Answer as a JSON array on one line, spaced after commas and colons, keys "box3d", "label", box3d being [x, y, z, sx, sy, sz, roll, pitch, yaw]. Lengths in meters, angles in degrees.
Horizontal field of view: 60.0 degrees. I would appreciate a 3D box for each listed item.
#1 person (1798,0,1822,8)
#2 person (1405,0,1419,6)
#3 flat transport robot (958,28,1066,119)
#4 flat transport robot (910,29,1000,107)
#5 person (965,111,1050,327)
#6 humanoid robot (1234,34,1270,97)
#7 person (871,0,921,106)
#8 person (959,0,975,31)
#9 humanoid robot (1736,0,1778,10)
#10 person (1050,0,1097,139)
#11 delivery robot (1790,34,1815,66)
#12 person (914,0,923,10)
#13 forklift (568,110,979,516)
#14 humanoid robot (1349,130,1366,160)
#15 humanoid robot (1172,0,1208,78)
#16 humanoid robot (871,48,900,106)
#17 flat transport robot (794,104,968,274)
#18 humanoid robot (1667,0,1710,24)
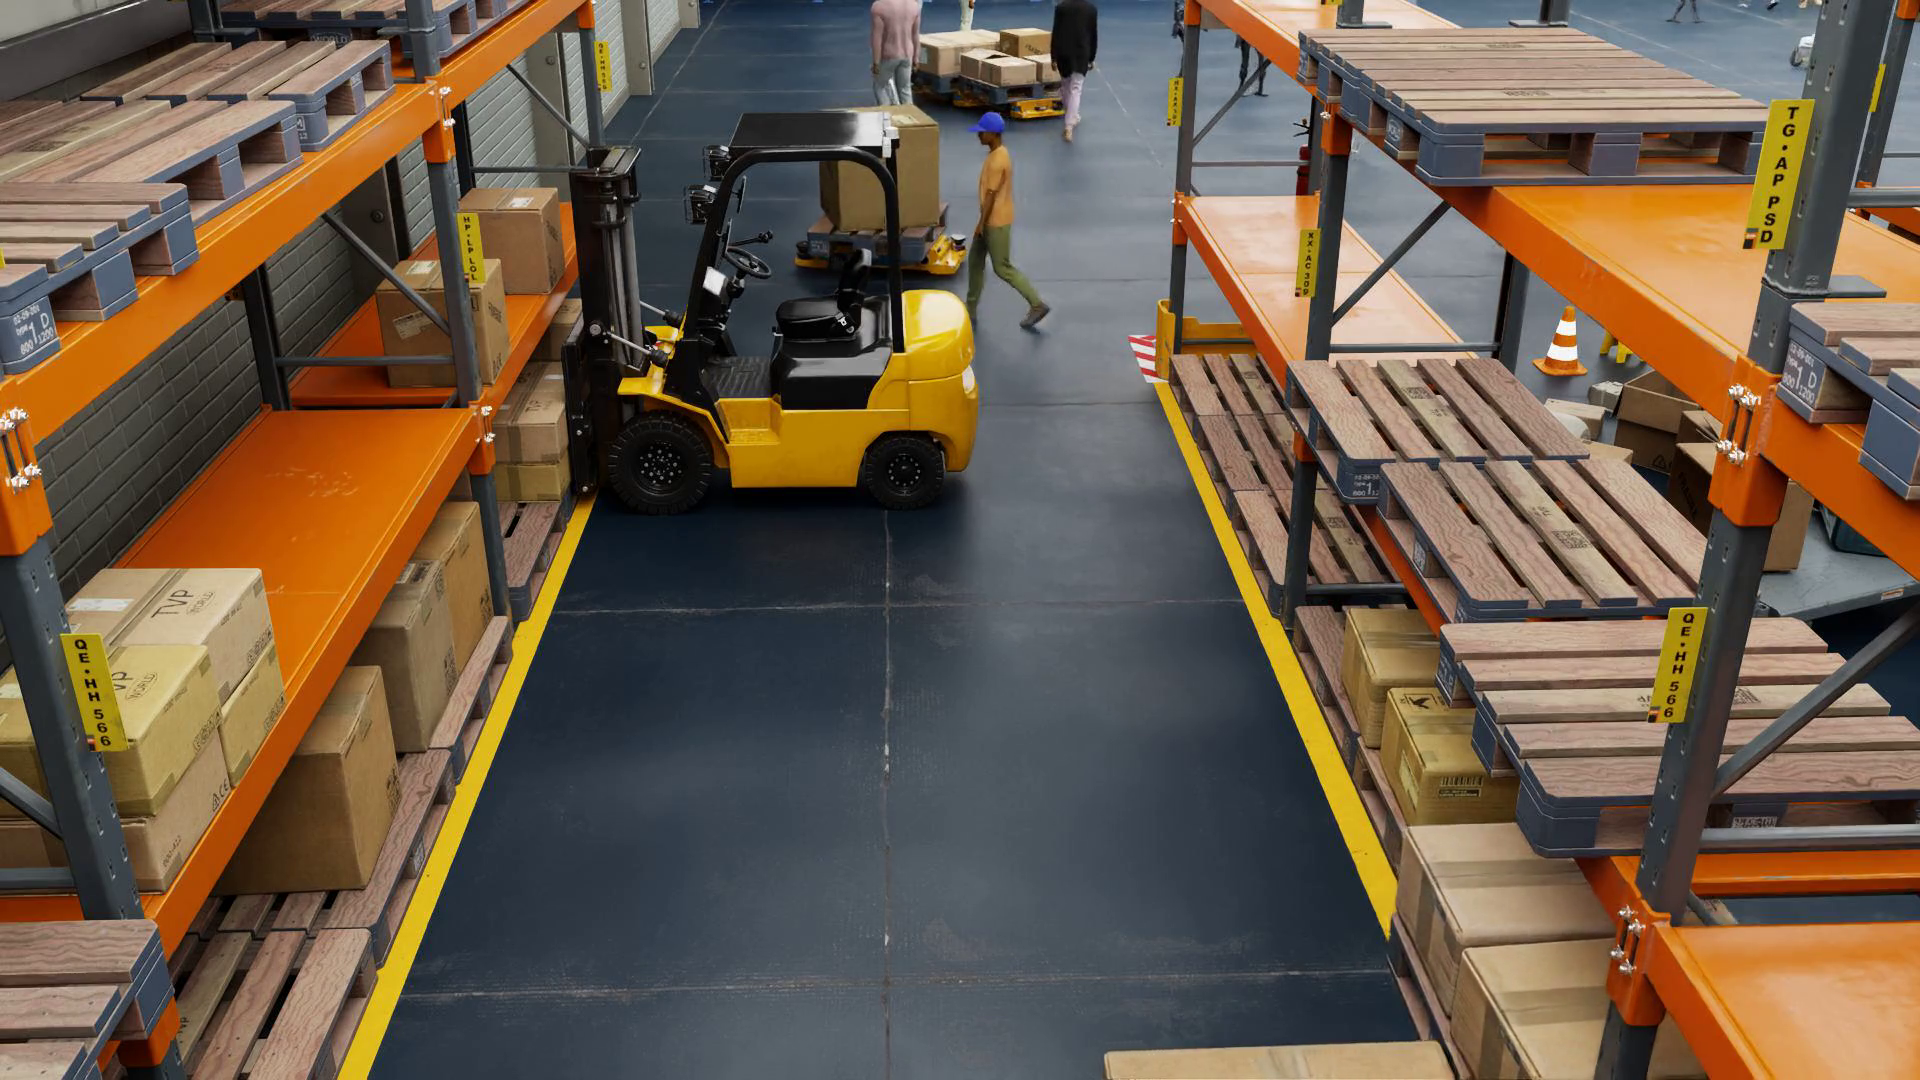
[{"box3d": [15.208, -10.407, 29.488, 0.560, 1.864, 0.643, 13, 28, 26], "label": "person"}, {"box3d": [6.772, -8.343, 25.131, 0.397, 1.840, 0.563, -22, 33, -39], "label": "person"}, {"box3d": [0.719, -5.568, 21.095, 0.659, 0.231, 1.431, -13, 28, -25], "label": "flat transport robot"}, {"box3d": [-0.014, -5.882, 21.760, 0.659, 0.231, 1.431, -15, 29, -28], "label": "flat transport robot"}, {"box3d": [0.302, -2.458, 12.846, 0.779, 1.686, 0.443, -1, 25, -3], "label": "person"}, {"box3d": [3.859, -6.625, 21.678, 0.599, 1.646, 0.454, -13, 28, -26], "label": "humanoid robot"}, {"box3d": [-0.730, -5.521, 19.090, 0.648, 1.905, 0.520, -14, 29, -28], "label": "person"}, {"box3d": [0.138, -8.069, 24.665, 0.346, 1.743, 0.561, -4, 26, -7], "label": "person"}, {"box3d": [14.206, -10.202, 29.219, 0.537, 1.769, 0.970, -8, 26, -16], "label": "humanoid robot"}, {"box3d": [1.330, -5.665, 19.517, 0.526, 1.799, 0.988, 6, 26, 12], "label": "person"}, {"box3d": [12.426, -7.100, 23.972, 0.747, 0.568, 0.499, -14, 29, -28], "label": "delivery robot"}, {"box3d": [-0.715, -8.177, 24.712, 0.368, 1.898, 0.555, 13, 28, 25], "label": "person"}, {"box3d": [-1.043, -1.379, 9.976, 2.313, 2.155, 1.214, -1, 25, -2], "label": "forklift"}, {"box3d": [4.467, -5.099, 18.379, 0.692, 1.791, 0.535, -7, 26, -14], "label": "humanoid robot"}, {"box3d": [3.138, -7.068, 22.630, 0.612, 1.647, 0.481, -19, 31, -34], "label": "humanoid robot"}, {"box3d": [-0.918, -6.314, 20.918, 0.530, 1.743, 0.750, -16, 30, -31], "label": "humanoid robot"}, {"box3d": [-0.693, -2.555, 14.714, 1.431, 0.231, 0.659, 4, 26, 9], "label": "flat transport robot"}, {"box3d": [12.269, -9.432, 27.662, 0.699, 1.631, 0.612, 17, 30, 31], "label": "humanoid robot"}]
